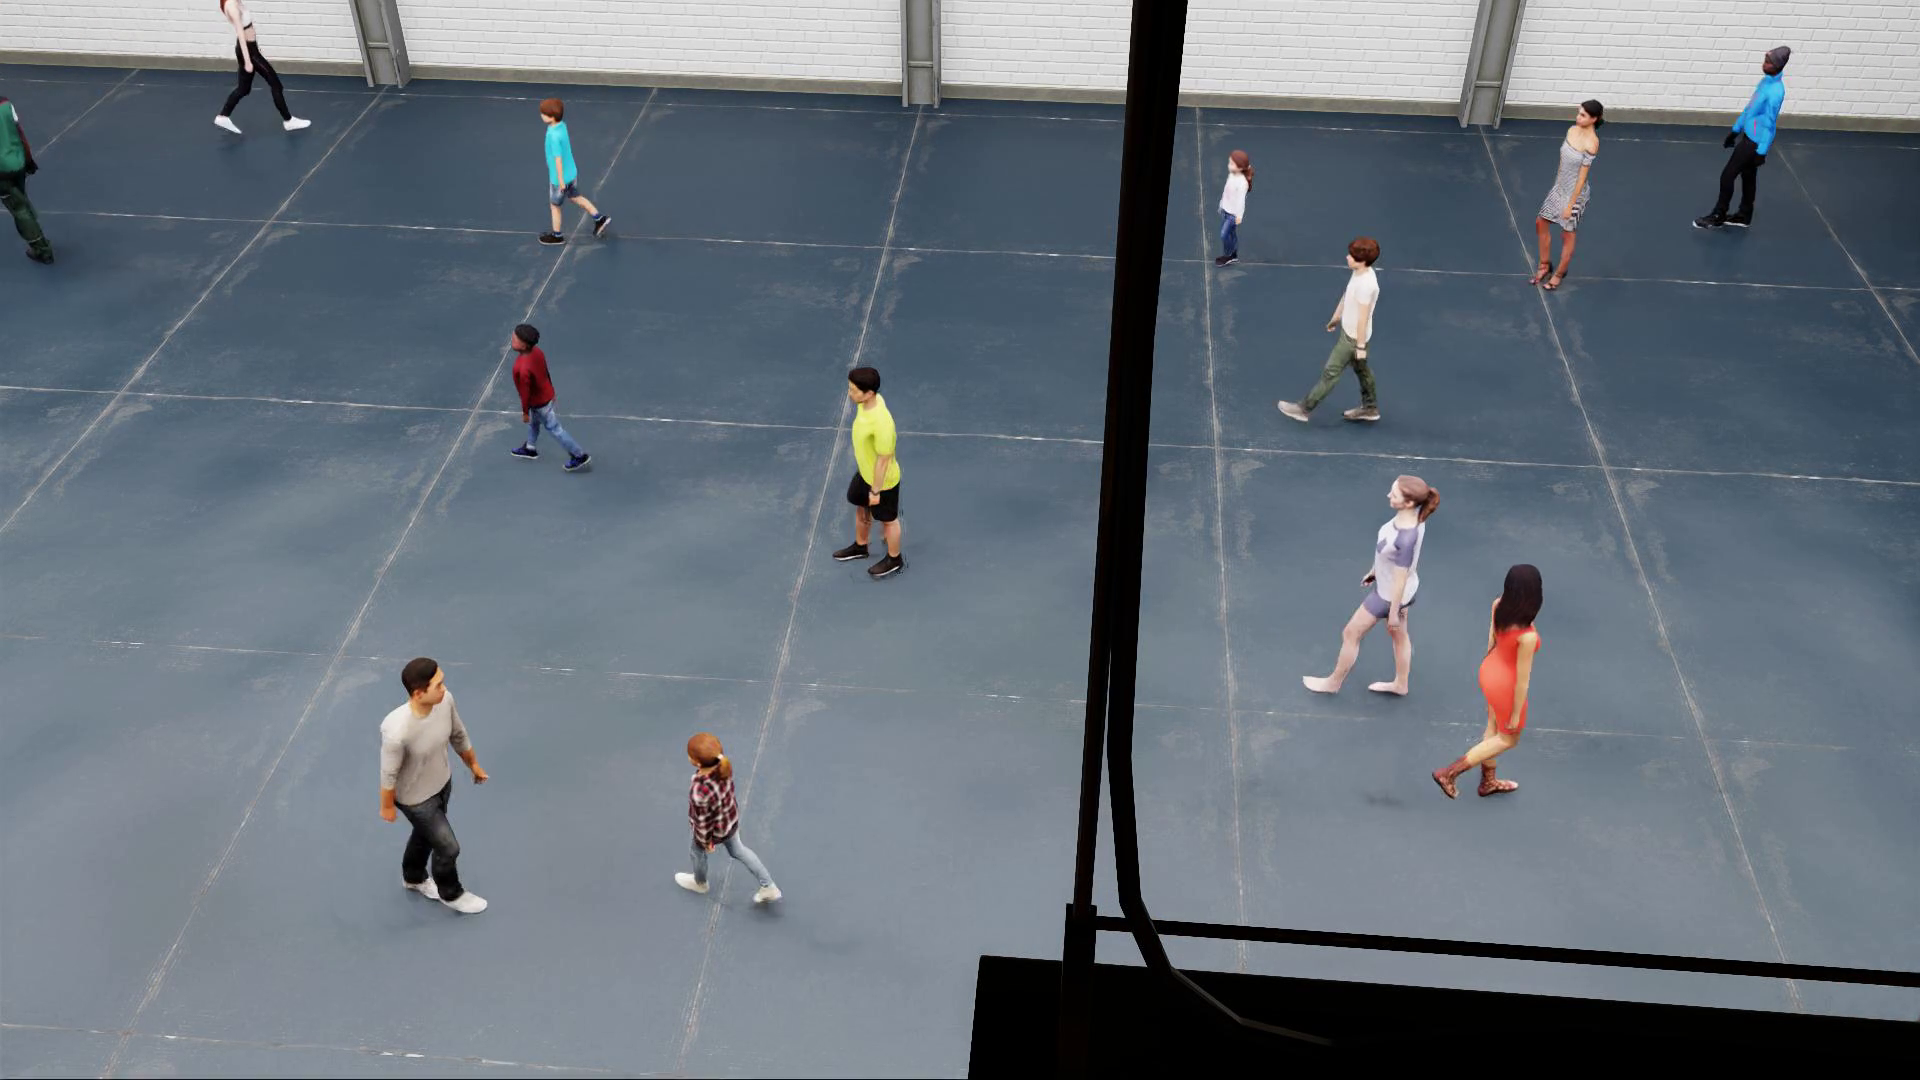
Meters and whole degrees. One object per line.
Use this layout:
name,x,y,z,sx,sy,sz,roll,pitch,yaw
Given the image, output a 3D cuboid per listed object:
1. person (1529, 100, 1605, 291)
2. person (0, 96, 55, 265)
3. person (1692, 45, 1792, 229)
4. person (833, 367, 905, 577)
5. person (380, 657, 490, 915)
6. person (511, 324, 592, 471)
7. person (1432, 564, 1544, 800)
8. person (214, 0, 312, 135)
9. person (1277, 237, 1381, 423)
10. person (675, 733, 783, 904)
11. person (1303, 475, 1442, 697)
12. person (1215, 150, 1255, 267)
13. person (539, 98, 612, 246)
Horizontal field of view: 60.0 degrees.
person,5.400,-2.995,14.519,0.722,1.811,0.716,-10,40,-12
person,-8.503,-3.309,14.902,0.882,1.823,0.833,17,42,20
person,7.471,-3.704,15.428,0.811,1.782,0.653,7,39,9
person,-0.530,-0.513,11.497,0.842,1.703,0.793,-15,41,-18
person,-3.020,1.354,9.109,0.885,1.766,0.800,19,42,22
person,-3.116,-1.066,12.566,0.872,1.232,0.491,3,39,3
person,3.102,0.881,9.758,0.923,1.694,0.771,-7,39,-9
person,-7.378,-4.946,17.044,1.236,1.707,0.921,-12,40,-15
person,3.144,-1.583,12.906,1.053,1.617,0.598,4,39,6
person,-1.295,1.566,9.223,0.960,1.291,0.733,17,42,20
person,2.792,0.340,10.396,0.956,1.744,0.738,15,41,18
person,2.531,-3.020,15.118,0.573,1.102,0.521,-9,40,-12
person,-3.610,-3.407,15.336,0.868,1.434,0.526,2,39,3
